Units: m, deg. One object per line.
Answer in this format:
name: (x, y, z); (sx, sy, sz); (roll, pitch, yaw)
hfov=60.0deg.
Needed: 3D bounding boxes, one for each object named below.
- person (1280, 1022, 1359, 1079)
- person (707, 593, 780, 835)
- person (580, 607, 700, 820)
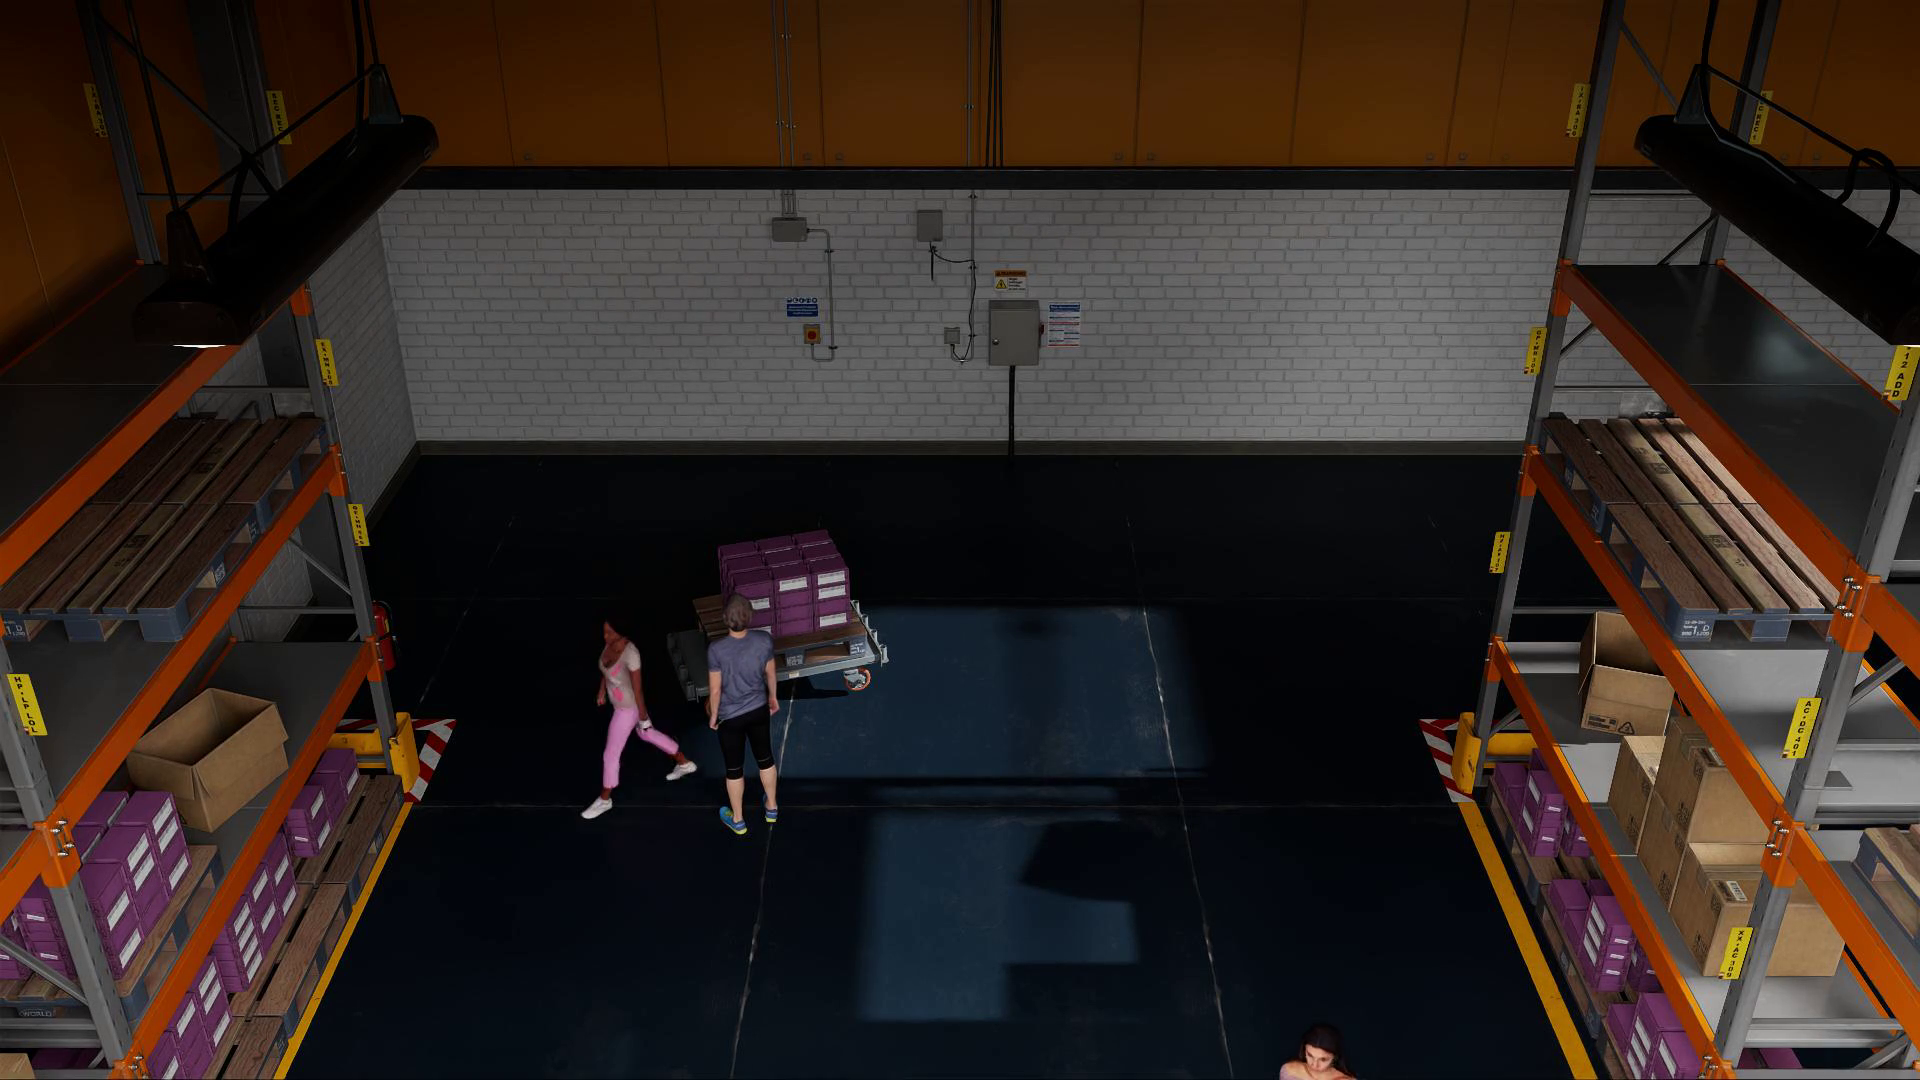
person: (1.810, 3.048, 8.401); (0.849, 1.776, 1.062); (9, 30, 17)
person: (-1.516, 1.207, 11.660); (0.757, 1.888, 0.743); (-14, 32, -24)
person: (-2.289, 1.185, 11.900); (1.075, 1.697, 1.198); (-10, 30, -18)
